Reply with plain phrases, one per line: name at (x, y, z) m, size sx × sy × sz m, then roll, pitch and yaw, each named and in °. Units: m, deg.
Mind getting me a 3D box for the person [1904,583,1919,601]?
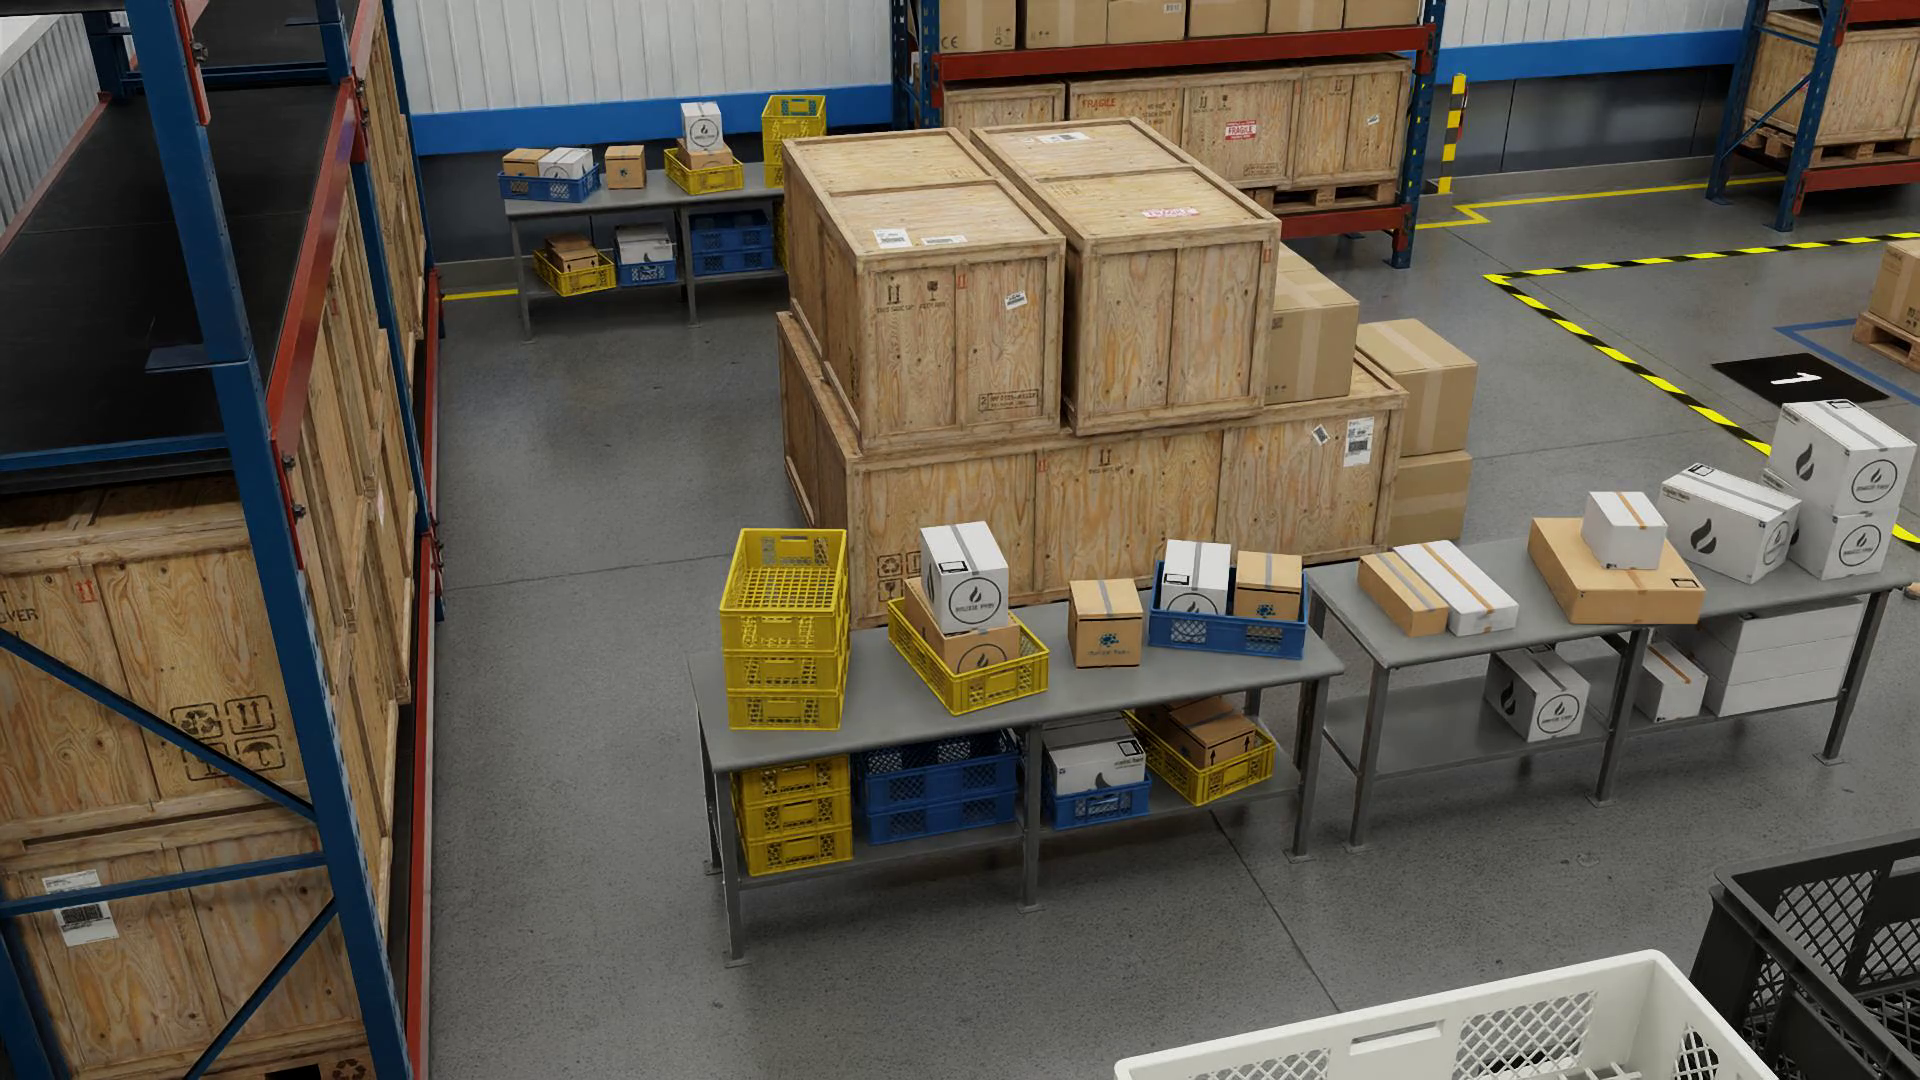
person at (5.165, -0.495, 8.179) m, size 0.379 × 2.039 × 0.614 m, roll 0°, pitch 29°, yaw 0°
